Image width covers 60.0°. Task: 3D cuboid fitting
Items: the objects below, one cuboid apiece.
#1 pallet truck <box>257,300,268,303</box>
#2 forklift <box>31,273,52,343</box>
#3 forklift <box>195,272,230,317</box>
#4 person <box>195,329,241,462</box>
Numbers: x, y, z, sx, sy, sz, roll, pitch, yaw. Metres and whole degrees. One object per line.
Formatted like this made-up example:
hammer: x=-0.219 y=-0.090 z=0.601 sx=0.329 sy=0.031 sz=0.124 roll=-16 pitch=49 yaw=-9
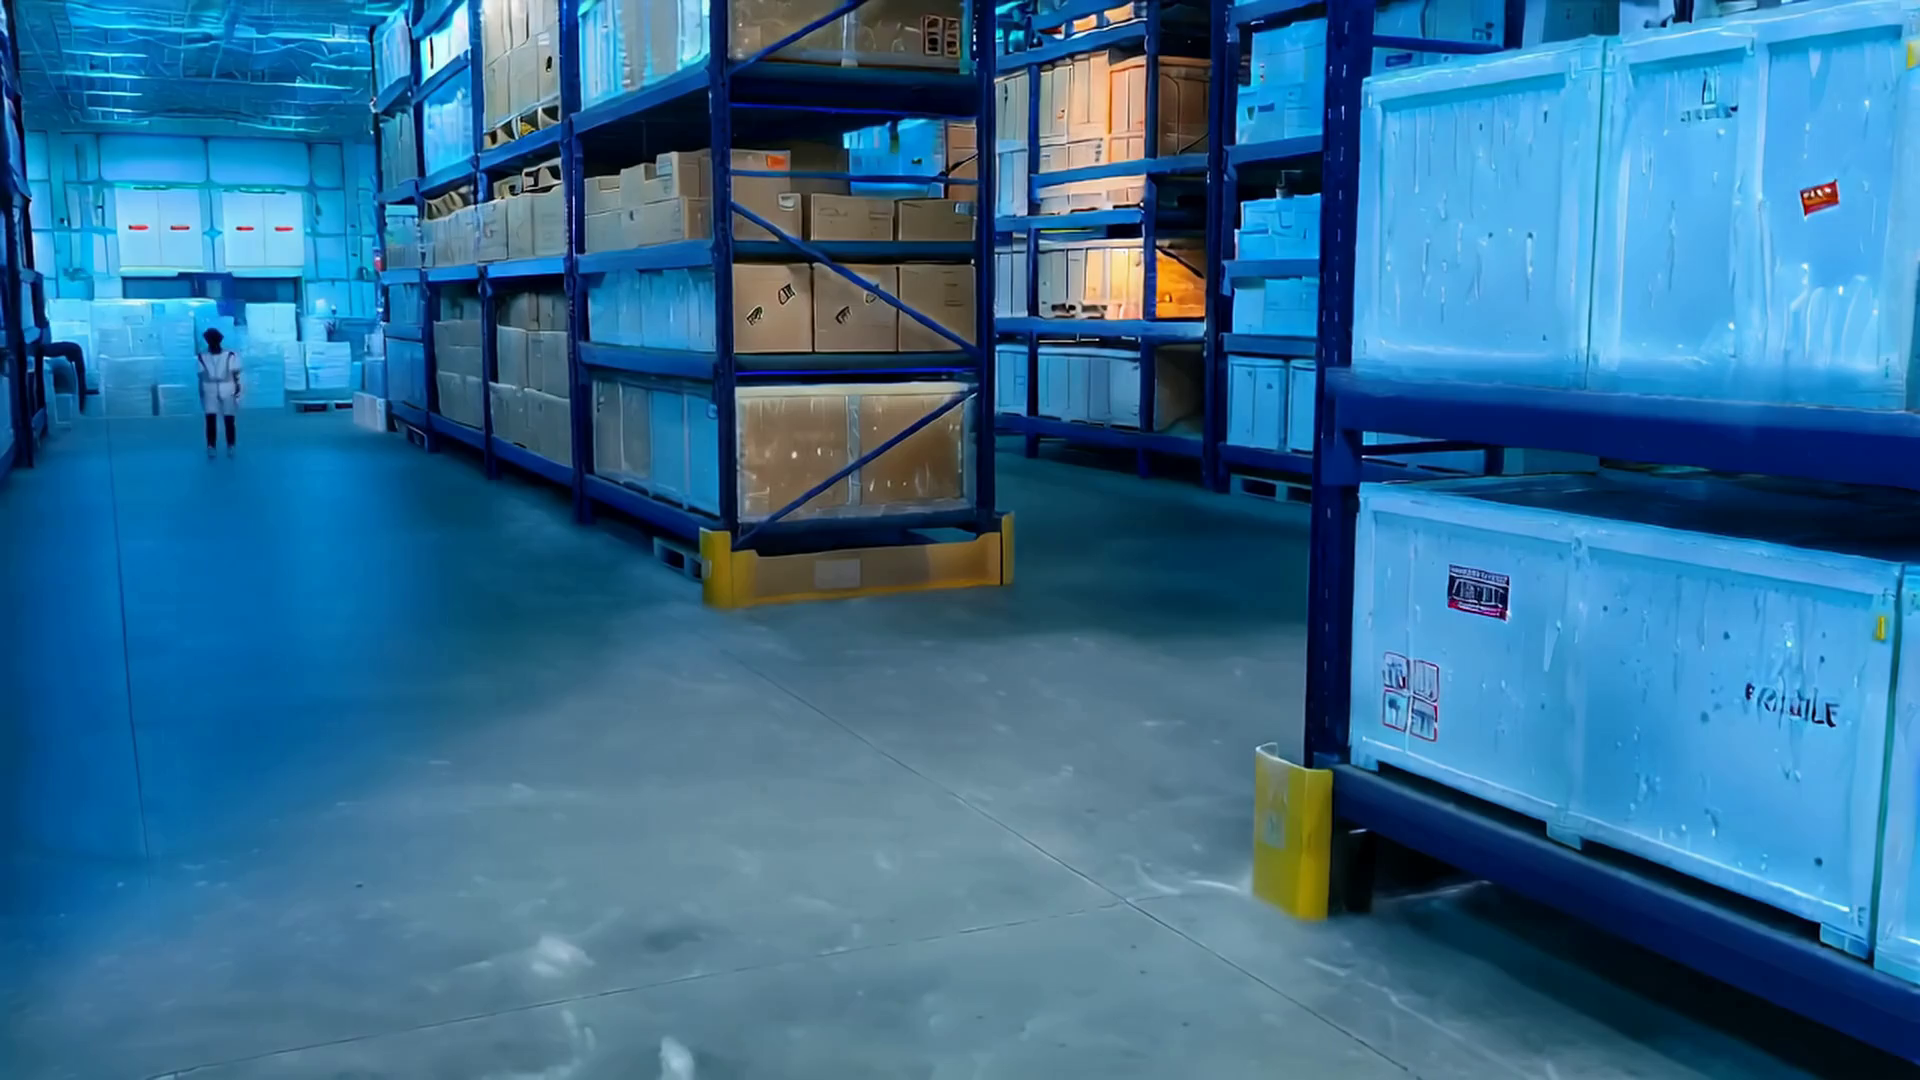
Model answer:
pallet truck: x=-23.913 y=-7.404 z=58.171 sx=1.885 sy=1.965 sz=0.823 roll=-1 pitch=8 yaw=-9
forklift: x=-28.341 y=-6.758 z=50.689 sx=1.873 sy=2.768 sz=1.129 roll=4 pitch=9 yaw=24
forklift: x=-22.784 y=-6.786 z=50.885 sx=1.873 sy=2.768 sz=1.129 roll=6 pitch=10 yaw=37
person: x=-9.277 y=-1.817 z=20.826 sx=0.533 sy=1.644 sz=0.875 roll=-3 pitch=9 yaw=-18
